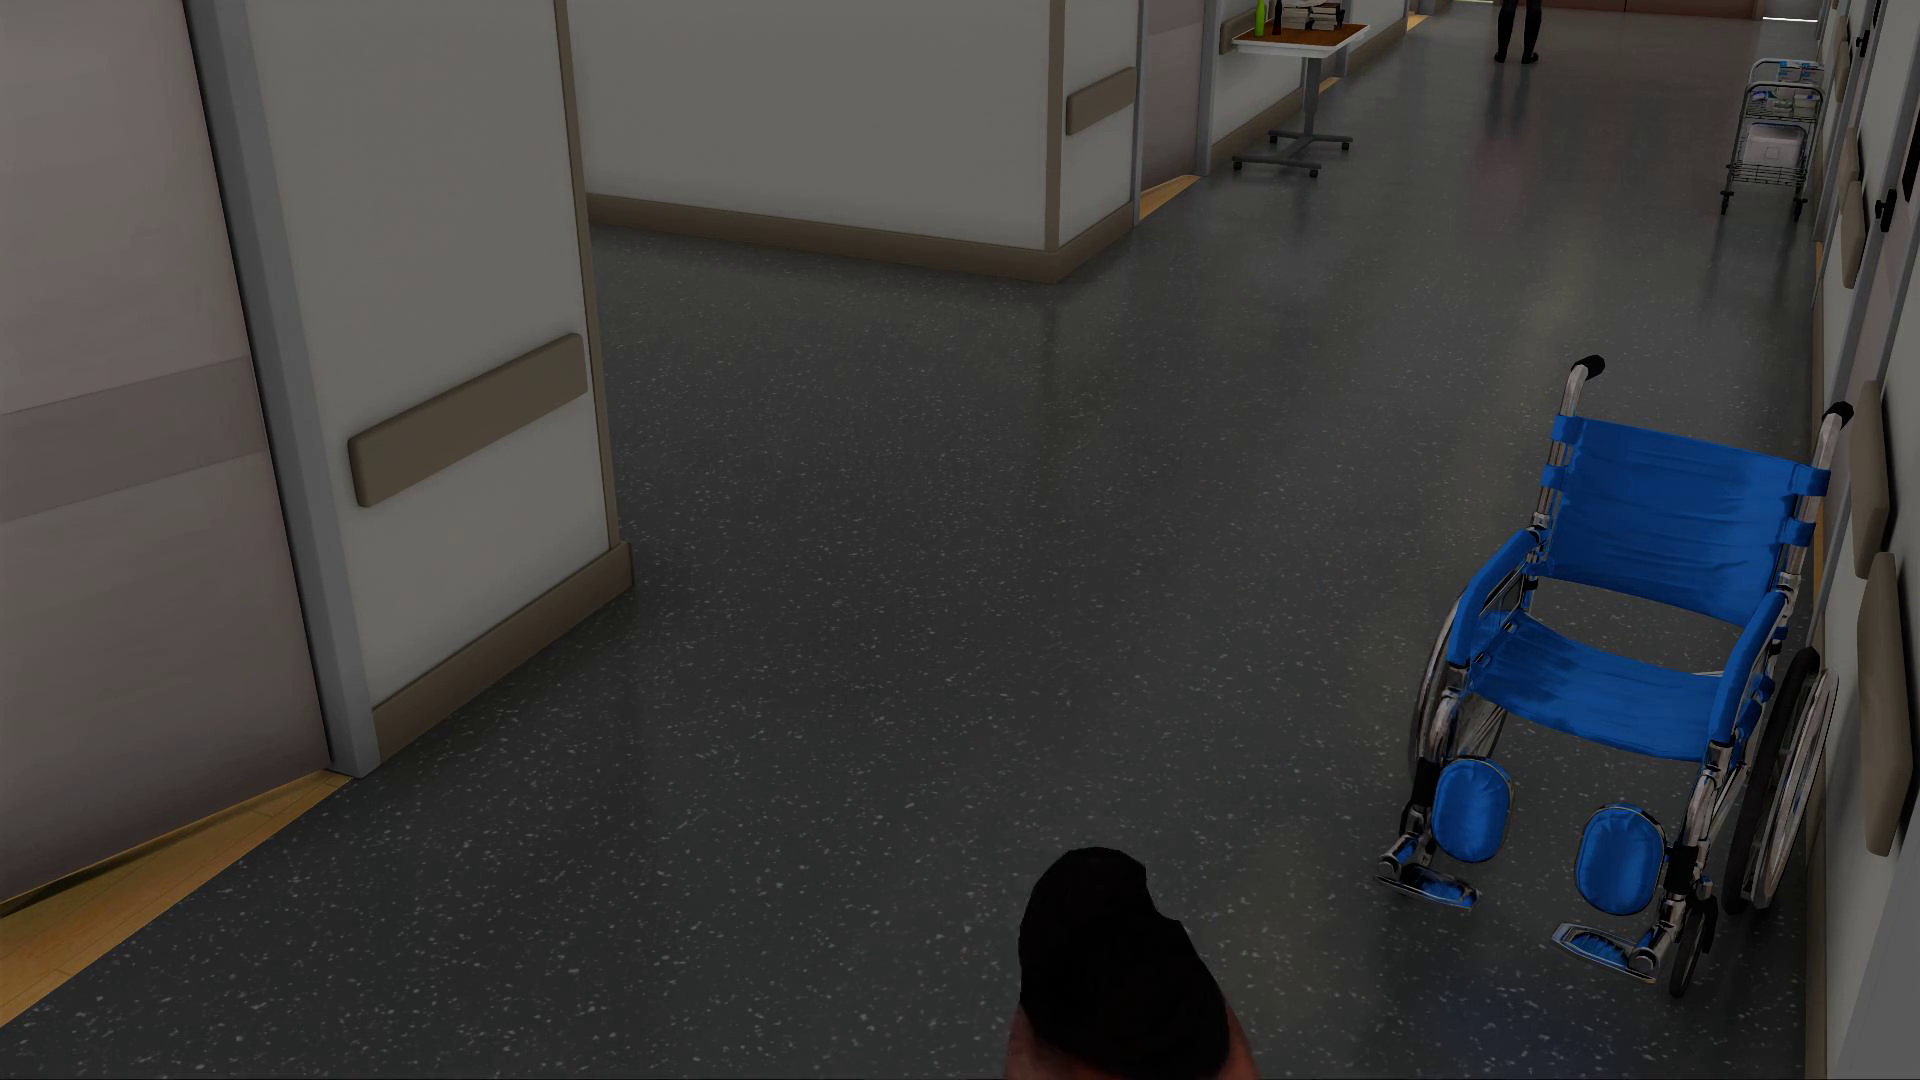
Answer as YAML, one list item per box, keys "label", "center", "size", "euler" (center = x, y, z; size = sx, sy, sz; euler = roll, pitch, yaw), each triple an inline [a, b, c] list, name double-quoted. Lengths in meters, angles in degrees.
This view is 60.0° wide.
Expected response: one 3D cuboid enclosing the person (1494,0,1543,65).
- label: "person"
  center: [4.705, -4.833, 13.778]
  size: [0.601, 1.689, 0.542]
  euler: [10, 27, 20]
